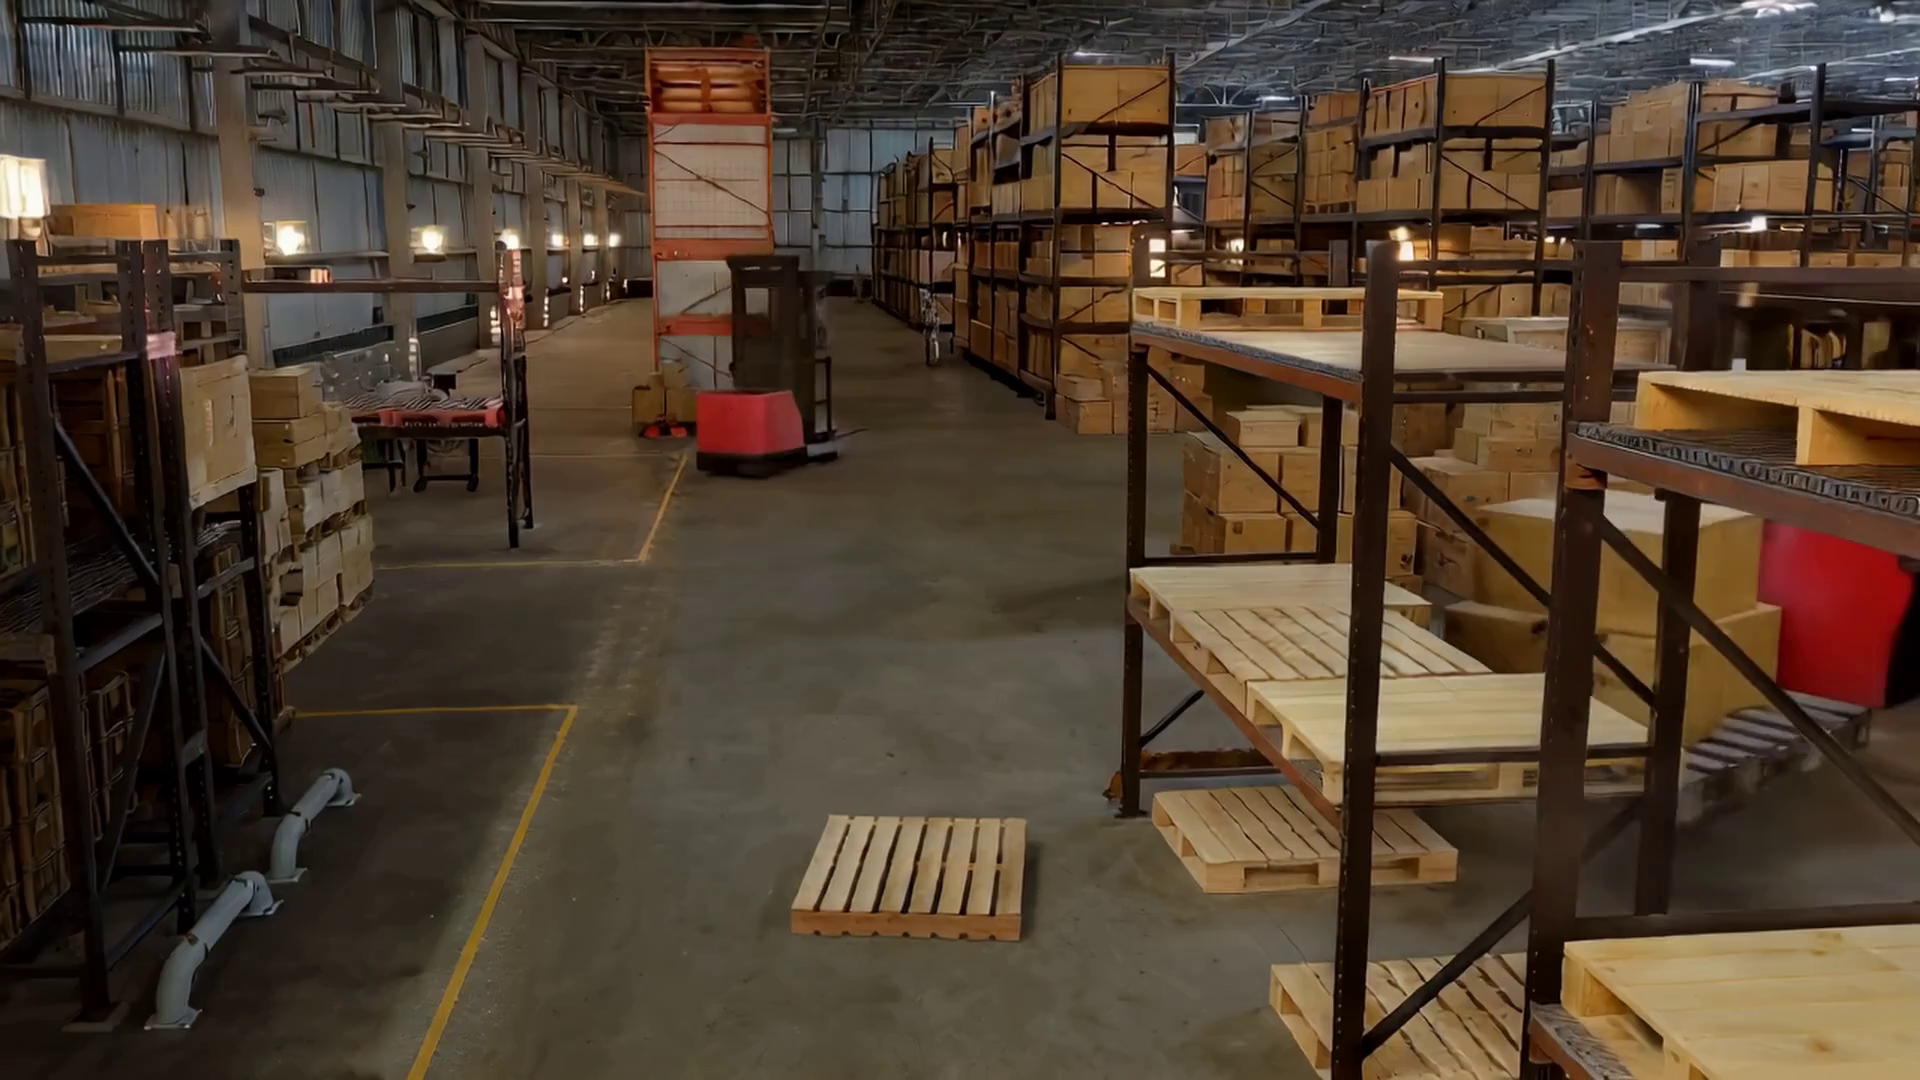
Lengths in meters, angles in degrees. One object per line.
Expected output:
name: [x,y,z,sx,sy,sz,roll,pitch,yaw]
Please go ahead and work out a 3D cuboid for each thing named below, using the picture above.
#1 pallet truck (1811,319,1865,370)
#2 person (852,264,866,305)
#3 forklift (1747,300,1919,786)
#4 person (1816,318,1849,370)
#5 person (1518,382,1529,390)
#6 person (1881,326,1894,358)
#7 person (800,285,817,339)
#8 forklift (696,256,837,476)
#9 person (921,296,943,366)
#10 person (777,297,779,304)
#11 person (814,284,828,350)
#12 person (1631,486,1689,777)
pallet truck: [15.846,-3.142,28.793,1.885,1.965,0.823,2,10,12]
person: [-4.697,-11.972,78.004,0.631,1.904,0.955,9,14,42]
forklift: [5.131,-0.177,9.915,1.873,2.768,1.129,-8,13,-38]
person: [13.084,-2.413,25.002,0.397,1.911,0.587,10,14,44]
person: [6.071,-0.951,17.683,0.665,1.613,0.552,-4,11,-22]
person: [19.732,-4.163,35.033,0.642,1.801,0.958,0,10,-2]
person: [-4.496,-6.886,49.871,0.649,1.888,0.603,1,10,7]
forklift: [-2.578,-2.340,21.898,1.129,2.768,1.873,5,11,25]
person: [-0.678,-5.067,40.290,0.540,1.695,0.317,2,10,11]
person: [-8.285,-11.817,77.911,0.643,1.619,0.521,2,10,12]
person: [-3.888,-6.263,45.965,0.394,2.040,0.610,-6,12,-28]
person: [3.801,0.447,9.141,0.583,1.904,0.836,-5,12,-28]
